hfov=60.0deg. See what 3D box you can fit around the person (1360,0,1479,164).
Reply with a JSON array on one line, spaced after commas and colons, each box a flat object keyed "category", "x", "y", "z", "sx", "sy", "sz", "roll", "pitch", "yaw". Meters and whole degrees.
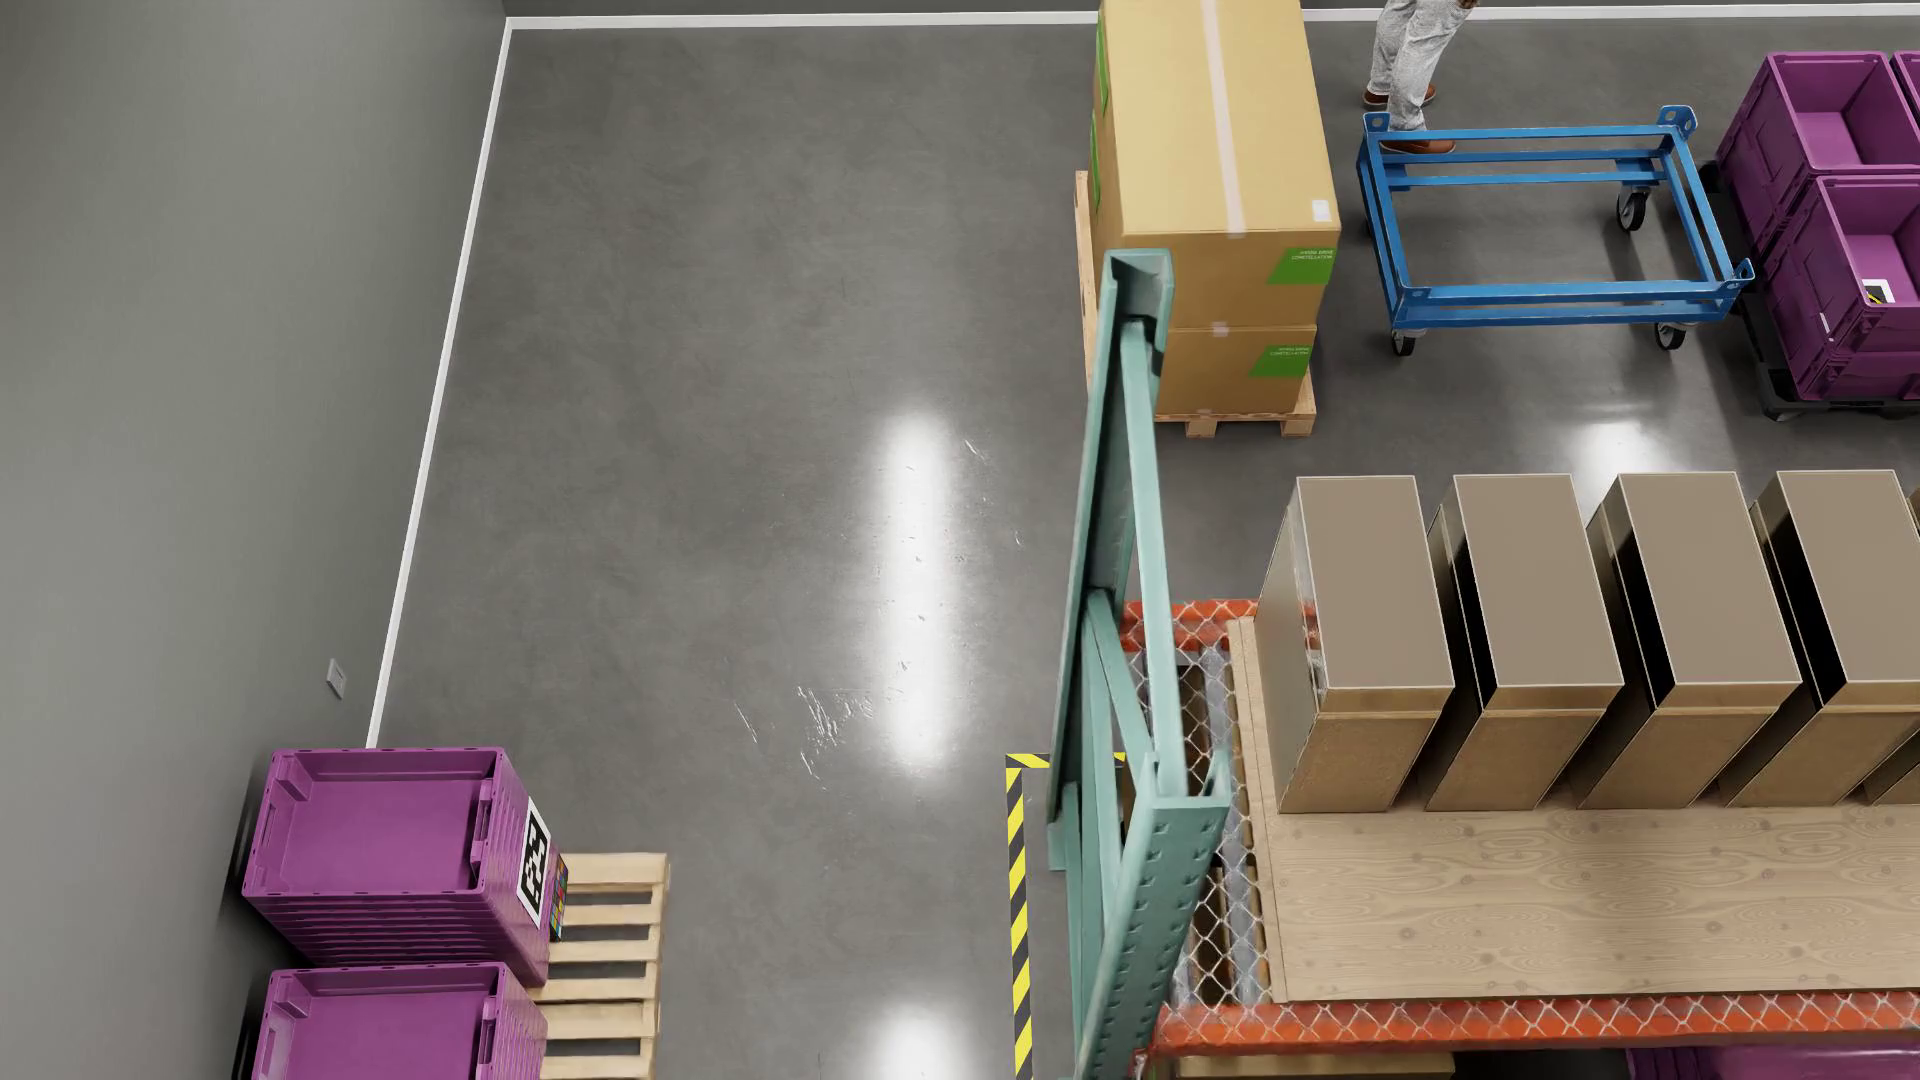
[{"category": "person", "x": 1.821, "y": -2.243, "z": 6.079, "sx": 0.372, "sy": 1.939, "sz": 0.627, "roll": -2, "pitch": 58, "yaw": -2}]
